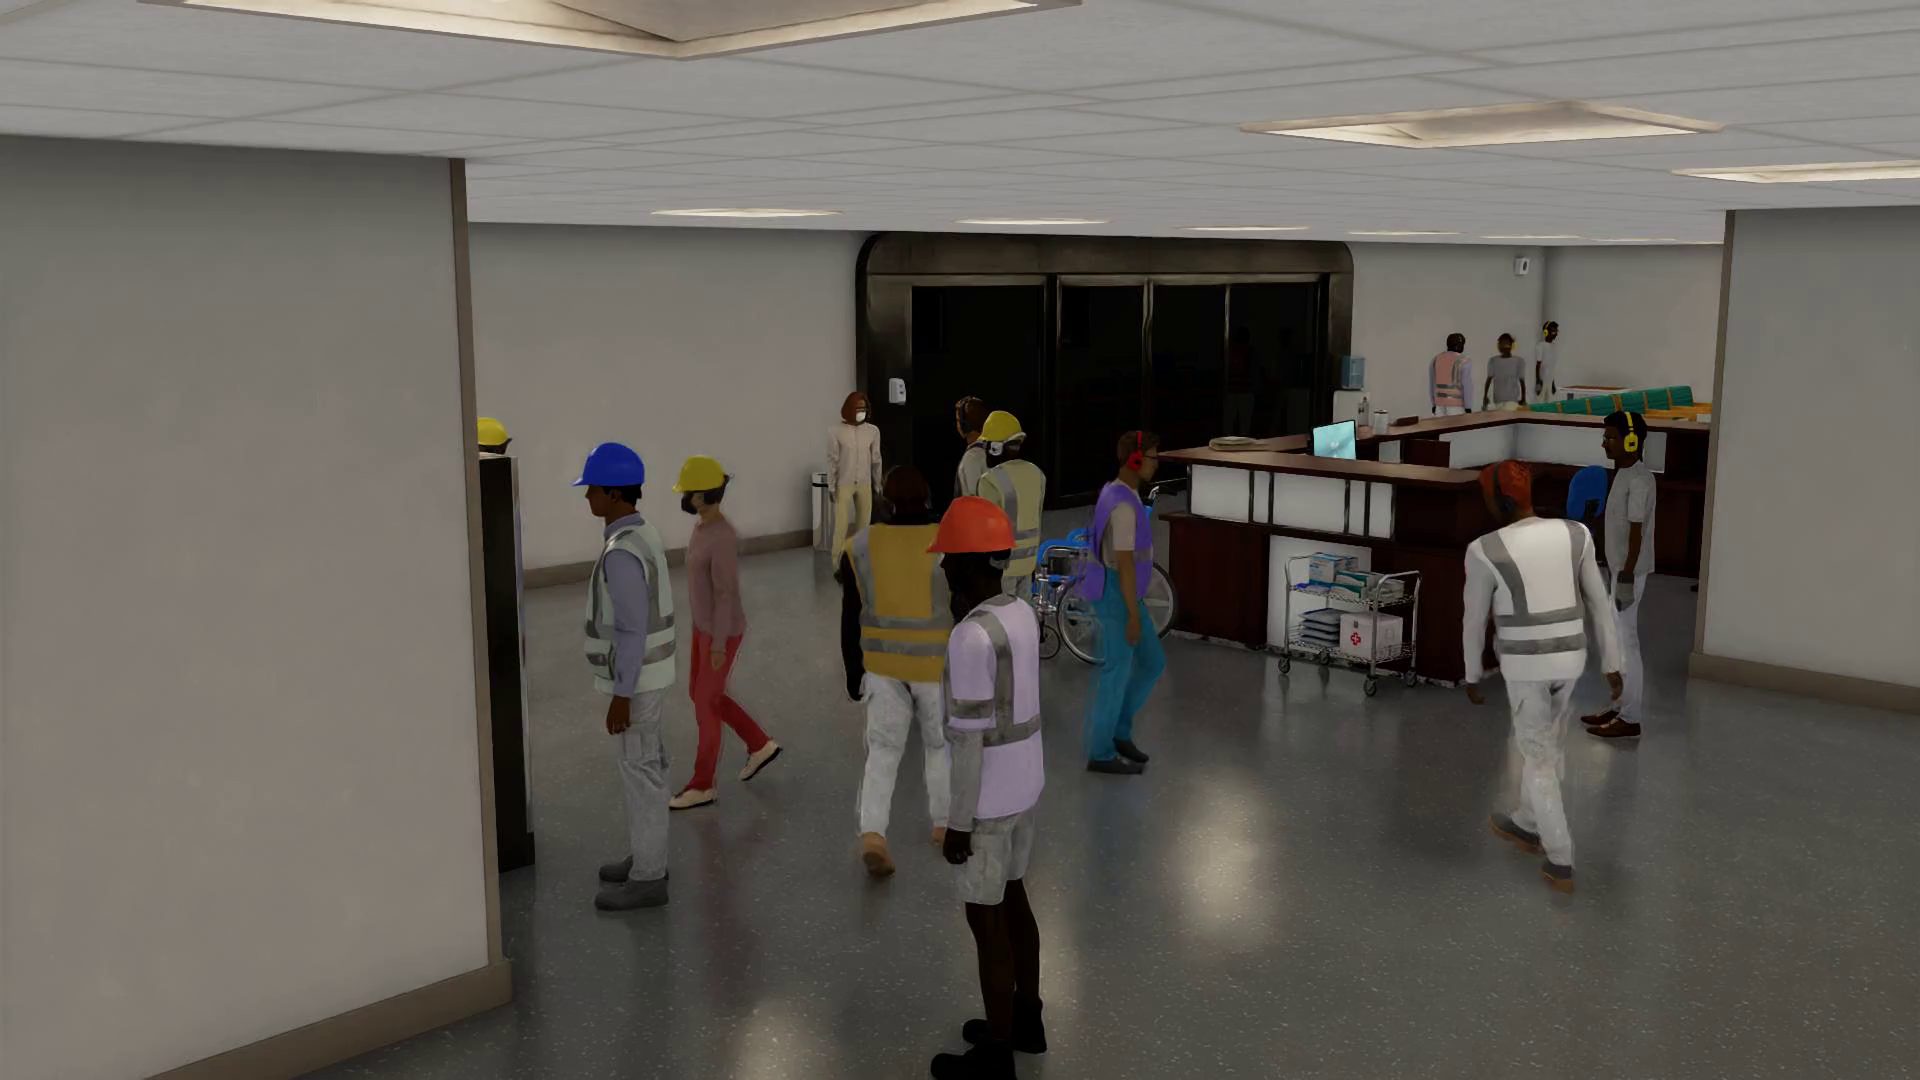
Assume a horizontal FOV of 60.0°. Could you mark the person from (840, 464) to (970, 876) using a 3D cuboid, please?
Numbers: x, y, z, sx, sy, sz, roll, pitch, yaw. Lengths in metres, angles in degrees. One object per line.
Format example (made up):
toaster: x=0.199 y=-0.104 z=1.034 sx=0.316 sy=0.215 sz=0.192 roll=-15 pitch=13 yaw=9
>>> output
person: x=-0.238 y=0.566 z=7.396 sx=0.629 sy=1.805 sz=0.901 roll=2 pitch=9 yaw=12

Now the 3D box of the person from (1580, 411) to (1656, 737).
person: x=3.772 y=0.195 z=9.470 sx=0.326 sy=1.862 sz=0.508 roll=2 pitch=10 yaw=13

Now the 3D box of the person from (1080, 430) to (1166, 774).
person: x=0.883 y=0.334 z=8.727 sx=0.502 sy=1.819 sz=0.604 roll=1 pitch=9 yaw=5

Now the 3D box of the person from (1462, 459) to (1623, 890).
person: x=2.506 y=0.555 z=7.332 sx=0.658 sy=1.830 sz=0.811 roll=-2 pitch=9 yaw=-11

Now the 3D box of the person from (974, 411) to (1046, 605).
person: x=0.258 y=0.151 z=9.826 sx=0.404 sy=1.828 sz=0.603 roll=6 pitch=11 yaw=34

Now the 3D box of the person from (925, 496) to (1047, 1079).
person: x=0.071 y=0.816 z=5.468 sx=0.404 sy=1.928 sz=0.545 roll=4 pitch=10 yaw=21

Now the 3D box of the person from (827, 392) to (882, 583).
person: x=-0.897 y=-0.447 z=14.132 sx=0.504 sy=1.628 sz=0.283 roll=-5 pitch=10 yaw=-27

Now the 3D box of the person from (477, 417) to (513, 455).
person: x=-2.824 y=0.142 z=10.076 sx=0.309 sy=1.772 sz=0.525 roll=-2 pitch=9 yaw=-12

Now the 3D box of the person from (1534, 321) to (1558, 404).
person: x=8.901 y=-2.385 z=25.271 sx=0.535 sy=1.864 sz=0.308 roll=-9 pitch=13 yaw=-43

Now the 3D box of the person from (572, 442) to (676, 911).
person: x=-1.383 y=0.563 z=6.933 sx=0.404 sy=1.948 sz=0.605 roll=-1 pitch=9 yaw=-5

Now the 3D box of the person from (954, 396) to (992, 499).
person: x=0.106 y=-0.007 z=10.754 sx=0.351 sy=1.842 sz=0.507 roll=2 pitch=10 yaw=14

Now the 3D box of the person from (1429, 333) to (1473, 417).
person: x=6.321 y=-1.734 z=21.352 sx=0.429 sy=1.841 sz=0.633 roll=-6 pitch=11 yaw=-35

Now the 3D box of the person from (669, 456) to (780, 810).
person: x=-1.212 y=0.443 z=8.257 sx=0.603 sy=1.747 sz=0.546 roll=-4 pitch=10 yaw=-22

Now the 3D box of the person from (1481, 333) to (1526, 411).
person: x=7.295 y=-1.856 z=22.234 sx=0.538 sy=1.808 sz=0.960 roll=8 pitch=12 yaw=40
